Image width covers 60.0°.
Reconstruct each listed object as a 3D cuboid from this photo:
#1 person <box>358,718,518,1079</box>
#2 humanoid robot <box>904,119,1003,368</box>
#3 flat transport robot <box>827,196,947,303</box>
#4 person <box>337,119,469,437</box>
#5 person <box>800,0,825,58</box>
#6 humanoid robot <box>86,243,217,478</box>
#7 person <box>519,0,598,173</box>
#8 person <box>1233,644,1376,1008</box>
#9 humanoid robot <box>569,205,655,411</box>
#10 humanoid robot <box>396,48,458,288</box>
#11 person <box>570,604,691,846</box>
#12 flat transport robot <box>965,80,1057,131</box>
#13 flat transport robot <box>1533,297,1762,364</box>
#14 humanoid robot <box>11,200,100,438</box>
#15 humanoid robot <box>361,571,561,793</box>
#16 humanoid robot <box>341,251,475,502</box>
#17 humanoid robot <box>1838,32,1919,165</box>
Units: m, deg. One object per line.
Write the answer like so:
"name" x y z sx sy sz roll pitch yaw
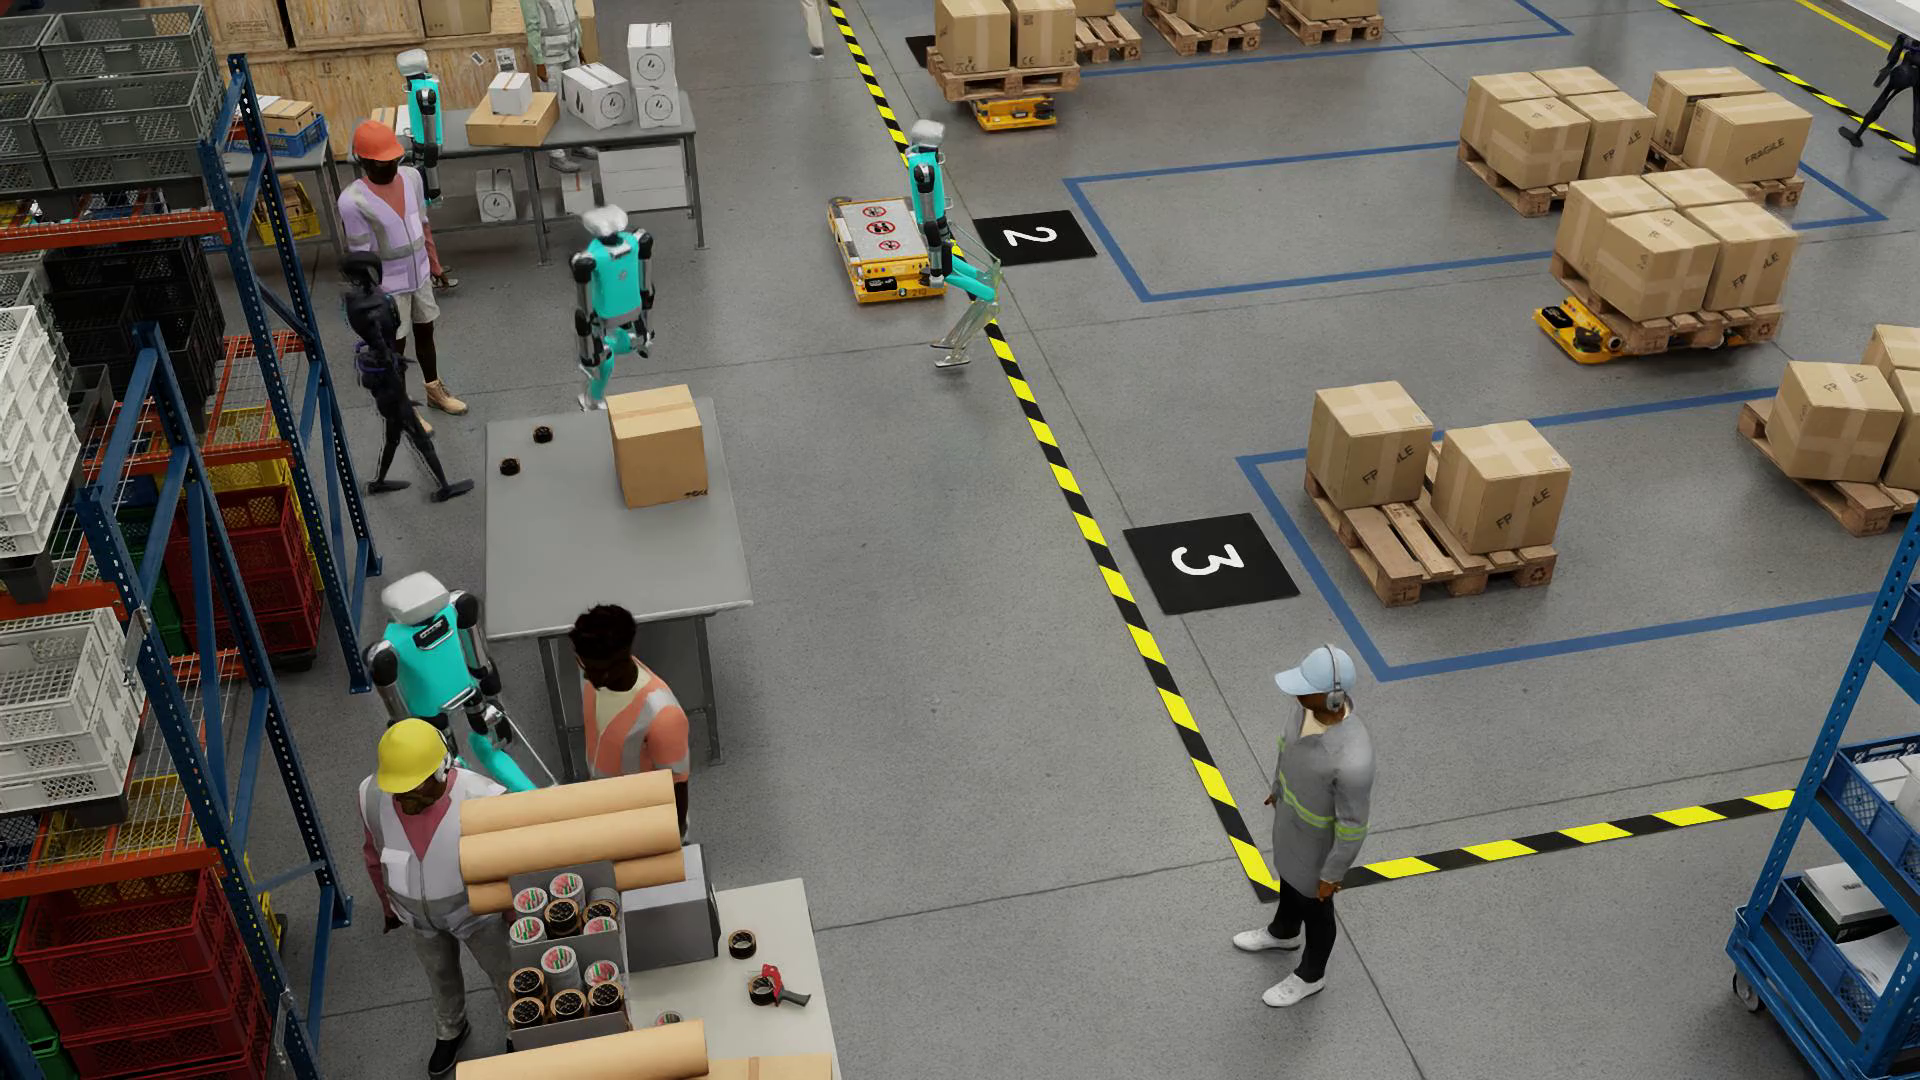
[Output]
"person" -1.956 1.389 6.376 0.585 1.833 0.404 1 37 1
"humanoid robot" 0.021 -1.911 10.779 0.735 1.677 0.533 -2 37 -2
"flat transport robot" -0.570 -2.220 12.538 0.659 0.231 1.431 -8 37 -10
"person" -3.418 -1.609 10.231 0.378 2.045 0.604 21 41 26
"person" -1.427 -5.499 15.721 0.571 1.720 0.908 -15 39 -19
"humanoid robot" -4.779 -0.995 9.702 0.324 1.657 0.589 20 41 25
"person" -3.253 -3.958 13.478 0.405 1.940 0.603 17 40 21
"person" 1.375 1.149 6.682 0.396 1.850 0.597 -8 37 -11
"humanoid robot" -2.245 -1.294 10.097 0.530 1.771 0.995 -31 46 -34
"humanoid robot" -3.907 -2.562 11.654 0.735 1.677 0.533 -13 39 -17
"person" -1.310 1.037 6.750 0.389 1.957 0.602 -28 45 -33
"flat transport robot" 0.364 -4.079 15.013 0.652 0.197 1.431 -8 37 -11
"flat transport robot" 4.826 -1.550 11.613 1.431 0.197 0.652 -8 37 -10
"humanoid robot" -5.436 -1.403 10.096 0.735 1.677 0.533 29 45 33
"humanoid robot" -2.011 0.961 7.043 0.836 1.790 0.543 23 42 28
"humanoid robot" -3.307 -0.968 9.698 0.611 1.639 0.615 -13 39 -17
"humanoid robot" 7.874 -3.958 13.728 0.589 1.621 0.777 -15 39 -19
